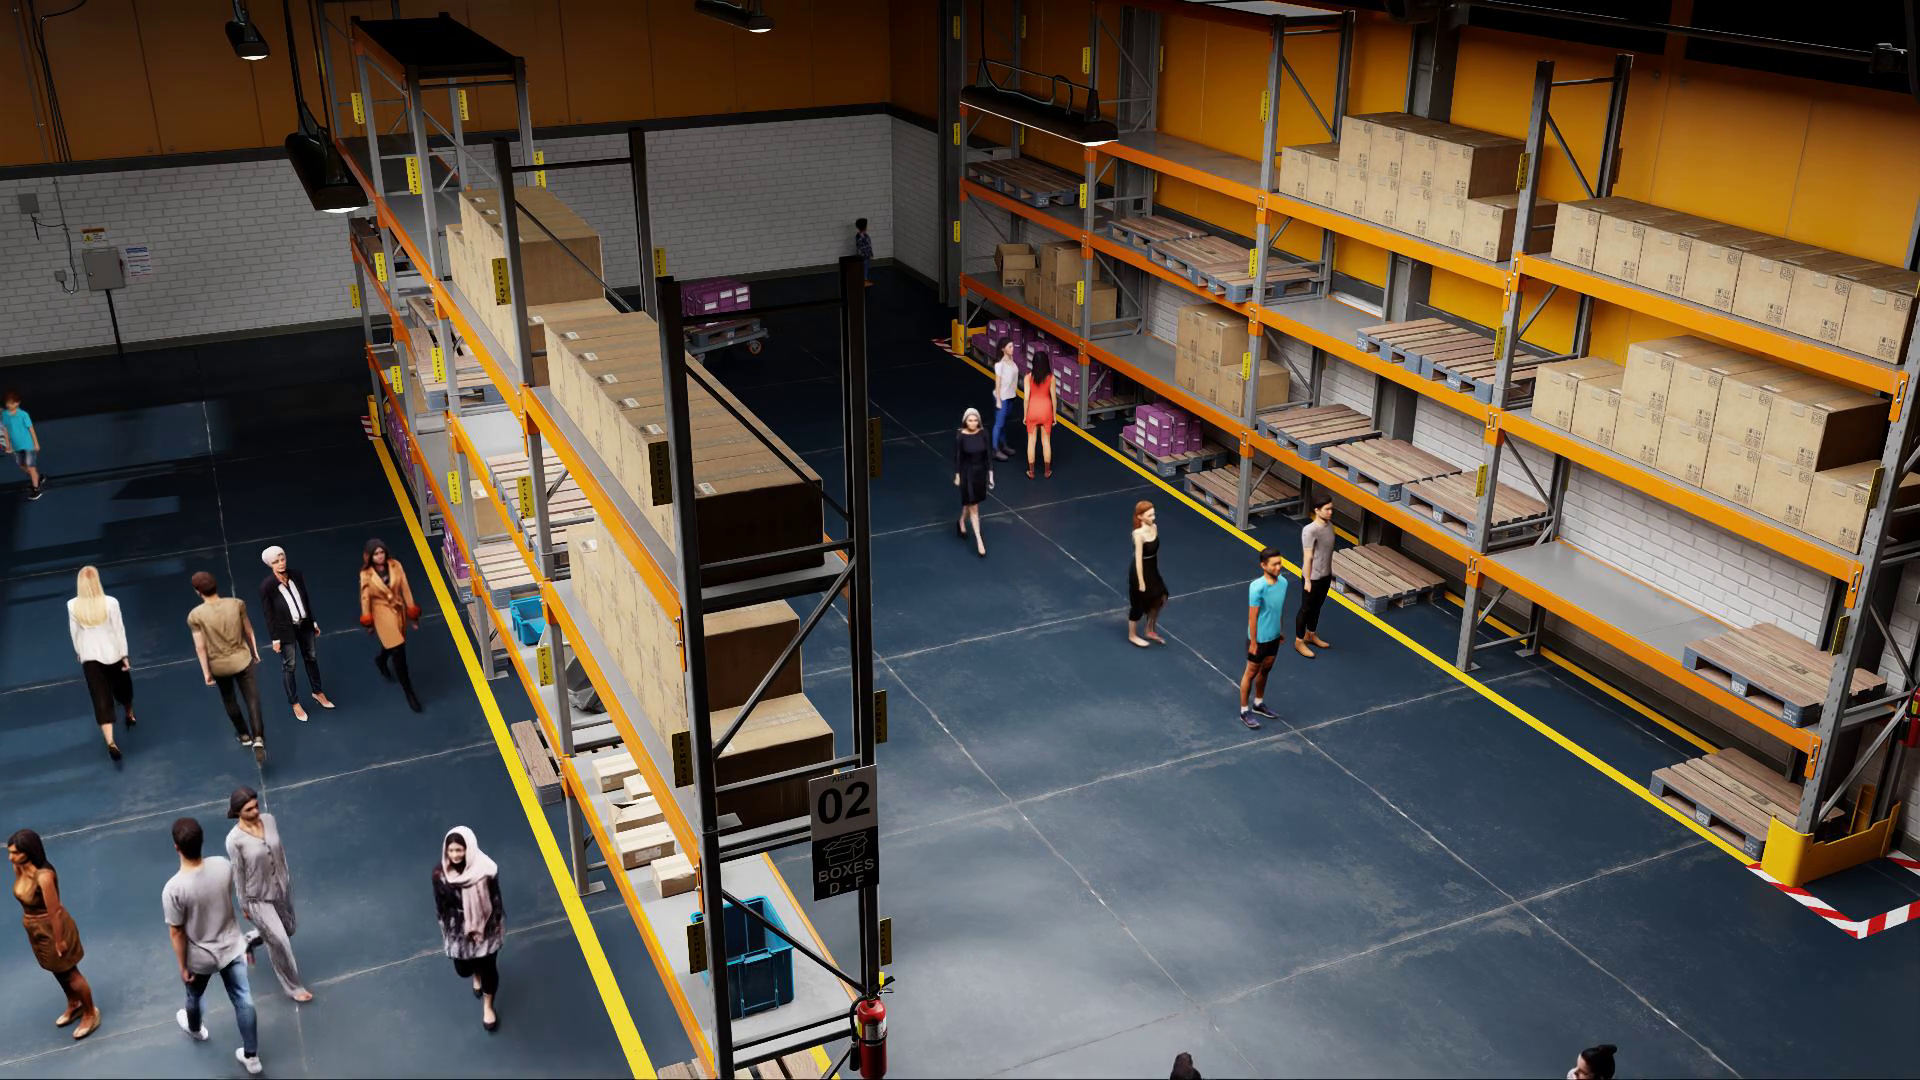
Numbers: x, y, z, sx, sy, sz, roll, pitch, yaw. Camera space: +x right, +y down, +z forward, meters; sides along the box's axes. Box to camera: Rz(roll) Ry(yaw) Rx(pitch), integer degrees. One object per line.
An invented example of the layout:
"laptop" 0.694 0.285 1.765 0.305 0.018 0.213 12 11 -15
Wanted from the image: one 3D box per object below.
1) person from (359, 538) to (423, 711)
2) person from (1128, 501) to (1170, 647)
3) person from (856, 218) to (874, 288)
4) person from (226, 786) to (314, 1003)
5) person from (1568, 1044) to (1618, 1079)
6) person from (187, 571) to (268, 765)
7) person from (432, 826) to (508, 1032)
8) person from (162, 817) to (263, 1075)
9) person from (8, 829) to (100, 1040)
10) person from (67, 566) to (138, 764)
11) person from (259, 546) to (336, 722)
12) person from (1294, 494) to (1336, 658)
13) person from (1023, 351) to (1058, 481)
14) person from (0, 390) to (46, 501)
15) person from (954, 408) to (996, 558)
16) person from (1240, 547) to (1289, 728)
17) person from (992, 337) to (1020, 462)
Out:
"person" -5.548 0.759 16.068 0.935 1.680 1.272 -20 31 -38
"person" 1.822 0.330 17.130 0.752 1.615 0.720 17 29 33
"person" -1.760 -5.247 30.346 0.553 1.249 0.635 21 31 39
"person" -5.061 2.523 11.942 1.024 1.752 0.920 11 26 24
"person" 3.661 3.596 9.543 0.960 1.708 1.078 -3 24 -6
"person" -6.554 1.163 14.968 0.724 1.819 1.165 -11 26 -24
"person" -3.430 2.671 11.763 0.734 1.624 0.834 -4 24 -9
"person" -4.990 2.786 11.219 1.201 1.850 0.947 19 30 37
"person" -6.322 2.725 11.566 0.607 1.684 0.705 15 28 31
"person" -7.739 1.153 14.996 0.704 1.816 1.171 -8 25 -17
"person" -6.274 0.841 15.764 0.740 1.782 0.823 17 29 34
"person" 3.640 0.329 16.996 0.649 1.724 0.674 21 31 40
"person" 1.020 -1.615 21.449 0.658 1.719 0.635 -1 24 -3
"person" -11.781 -1.234 20.938 0.766 1.431 0.868 4 24 9
"person" 0.132 -0.725 19.446 0.582 1.692 1.138 -10 25 -21
"person" 2.848 0.889 15.648 0.662 1.777 0.602 -17 29 -34
"person" 0.574 -1.880 22.103 0.723 1.681 0.678 10 26 23
